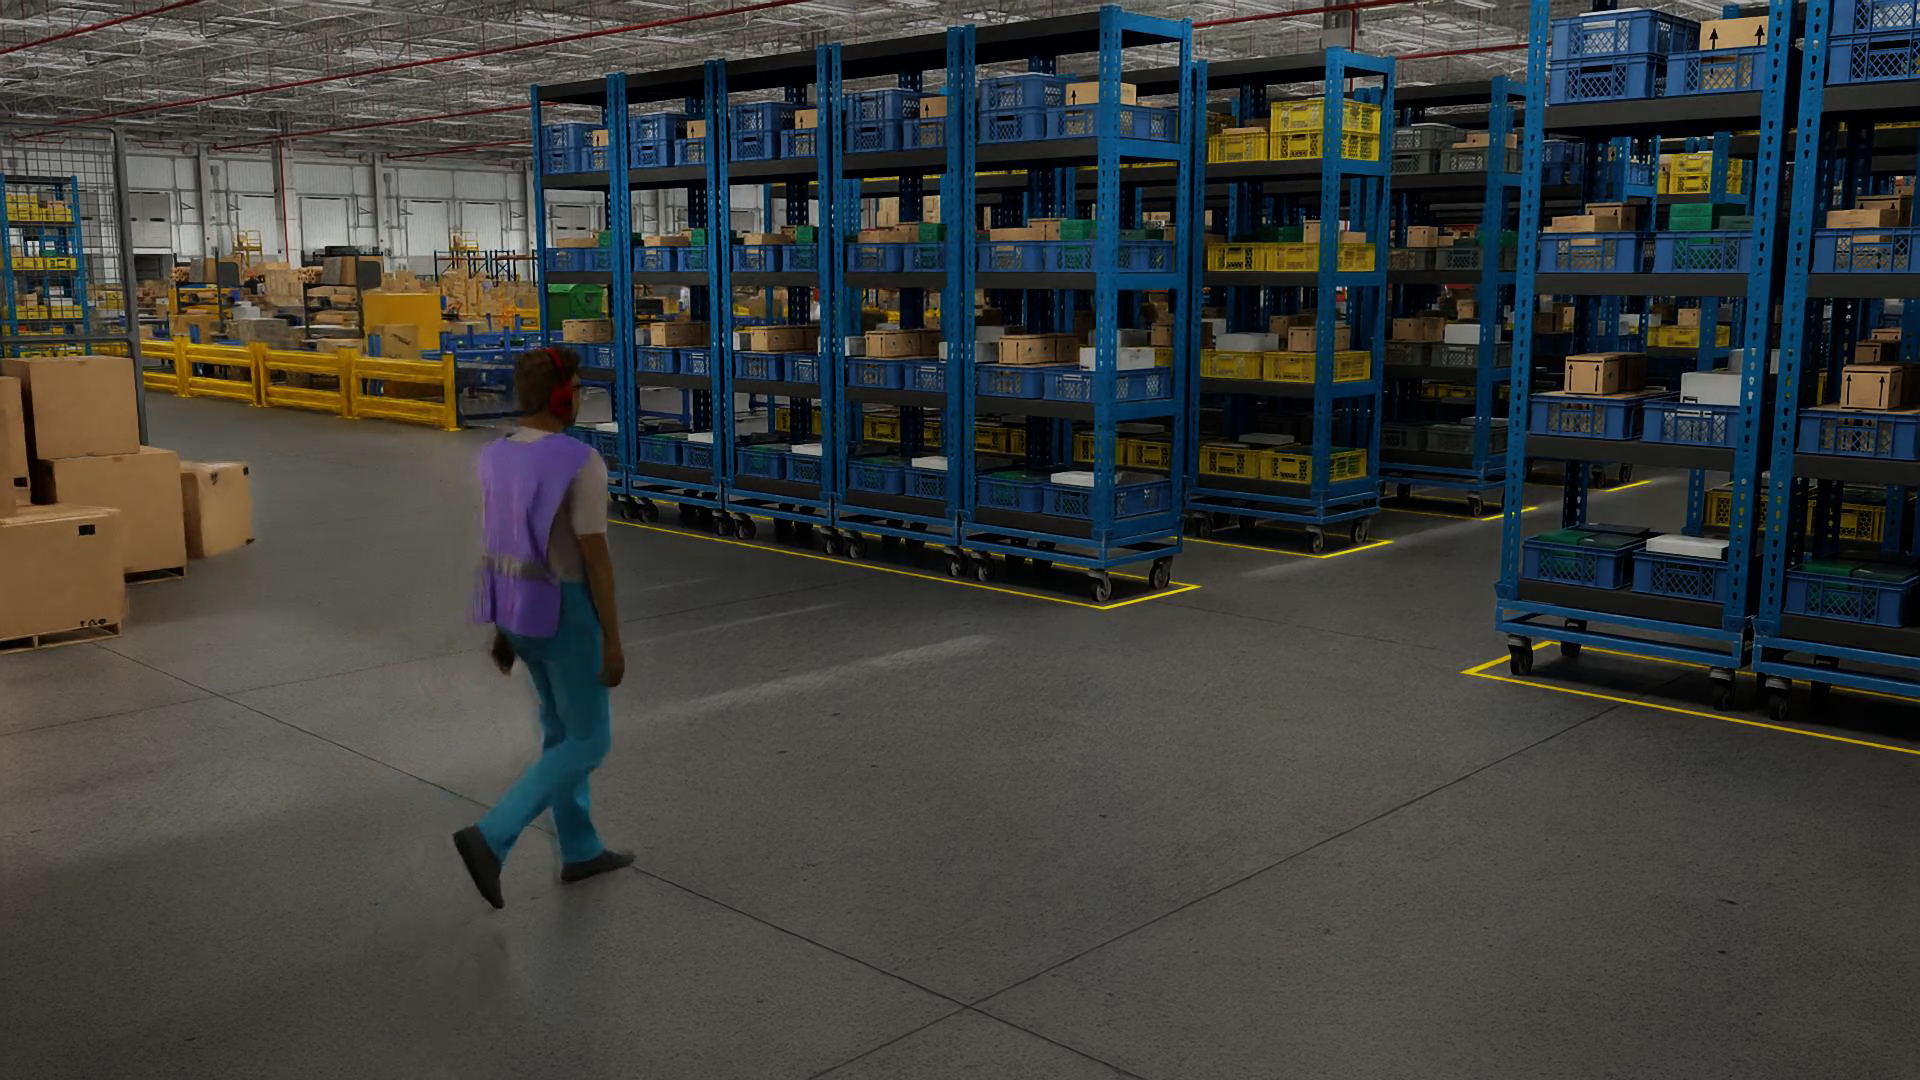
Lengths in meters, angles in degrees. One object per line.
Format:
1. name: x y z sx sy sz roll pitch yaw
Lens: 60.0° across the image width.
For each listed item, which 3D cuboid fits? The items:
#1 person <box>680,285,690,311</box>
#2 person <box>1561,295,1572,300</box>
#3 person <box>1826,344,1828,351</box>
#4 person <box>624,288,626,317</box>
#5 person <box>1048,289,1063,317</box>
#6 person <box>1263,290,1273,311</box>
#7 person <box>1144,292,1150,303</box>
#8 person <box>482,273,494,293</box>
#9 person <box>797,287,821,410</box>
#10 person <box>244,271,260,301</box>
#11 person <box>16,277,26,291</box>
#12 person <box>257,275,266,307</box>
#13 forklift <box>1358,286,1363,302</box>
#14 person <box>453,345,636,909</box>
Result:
1. person: -8.314 -7.207 51.395 0.618 1.809 0.616 8 12 41
2. person: 15.586 -5.772 42.257 0.660 1.921 0.545 -5 10 -28
3. person: 16.270 -3.909 30.684 0.758 1.975 0.632 8 12 40
4. person: -8.277 -5.467 40.873 0.527 1.768 0.331 1 9 7
5. person: 1.428 -2.986 25.461 0.597 1.831 0.403 1 9 6
6. person: 10.572 -7.970 56.764 0.517 1.584 0.859 7 12 37
7. person: 7.036 -9.024 62.888 0.318 1.698 0.535 1 9 3
8. person: -24.009 -12.631 84.511 0.593 1.879 0.975 0 9 2
9. person: -1.913 -2.253 20.735 0.409 1.909 0.643 -8 12 -40
10. person: -26.895 -9.236 63.278 0.623 1.992 0.396 -3 10 -20
11. person: -41.422 -10.858 73.434 0.657 1.924 0.493 4 10 23
12. person: -24.390 -8.341 58.176 0.518 1.873 0.328 9 13 44
13. forklift: 11.100 -7.017 46.970 1.873 2.768 1.129 9 13 43
14. person: -1.358 0.285 5.403 0.577 1.830 0.690 8 12 41
